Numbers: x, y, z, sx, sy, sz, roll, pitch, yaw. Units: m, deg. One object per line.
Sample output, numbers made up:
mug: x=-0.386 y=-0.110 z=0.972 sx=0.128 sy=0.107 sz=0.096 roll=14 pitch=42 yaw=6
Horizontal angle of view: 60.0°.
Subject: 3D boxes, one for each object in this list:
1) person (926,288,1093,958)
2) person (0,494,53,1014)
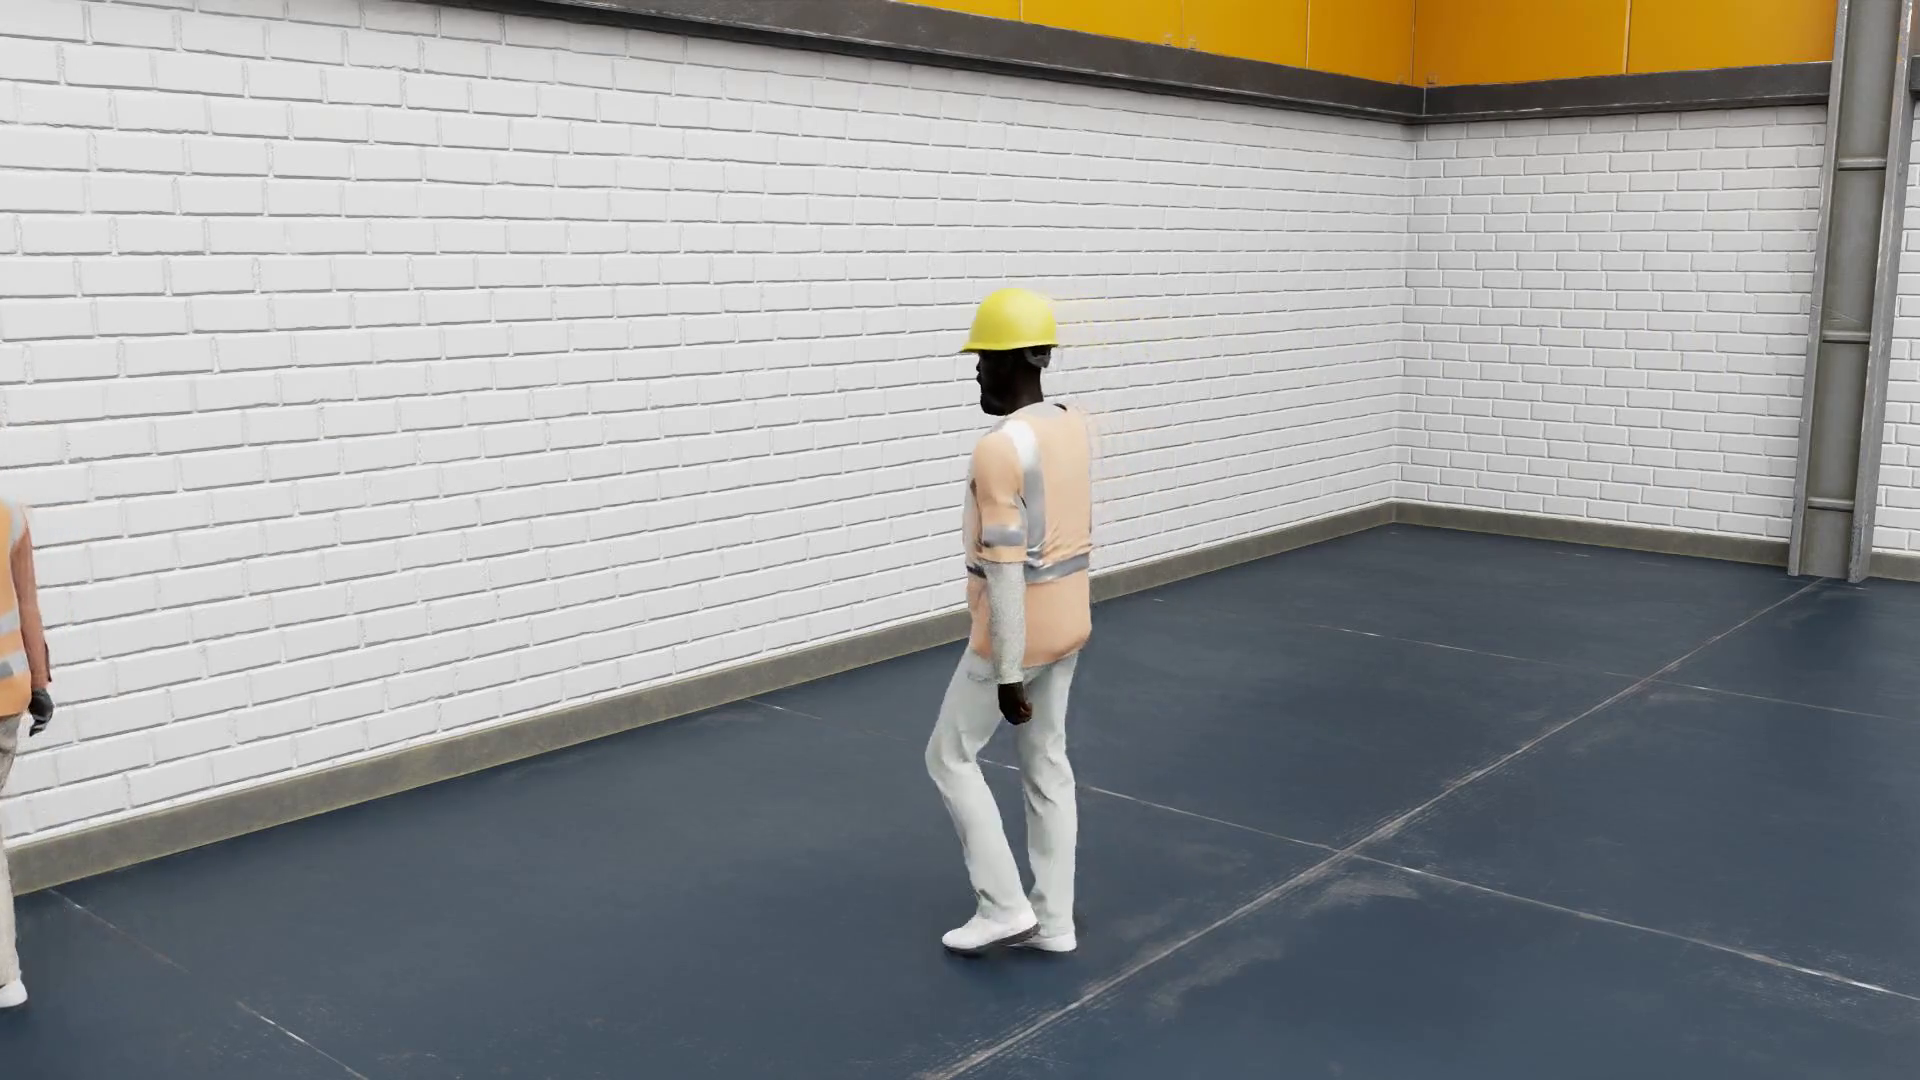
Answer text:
person: x=0.140 y=0.251 z=4.716 sx=0.497 sy=1.910 sz=0.598 roll=7 pitch=12 yaw=34
person: x=-2.710 y=0.451 z=4.358 sx=0.519 sy=1.622 sz=0.547 roll=3 pitch=10 yaw=14
